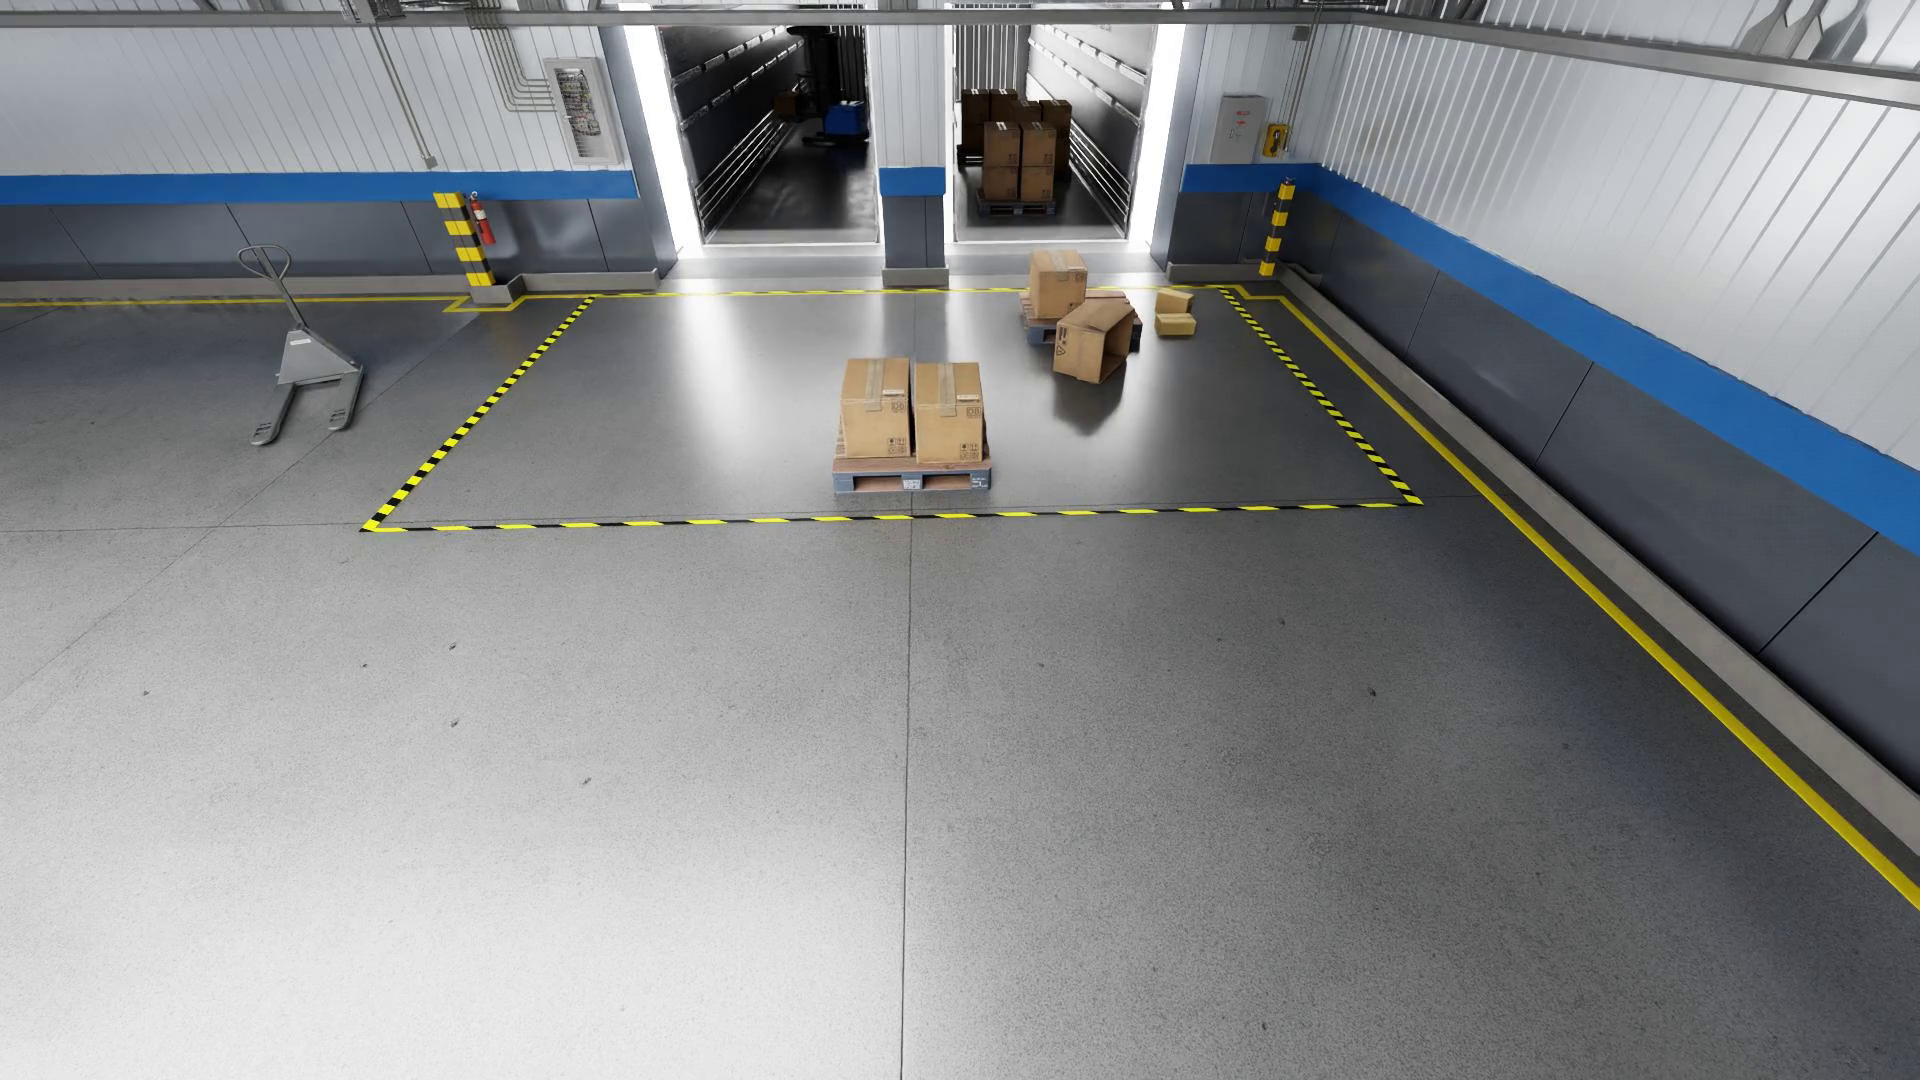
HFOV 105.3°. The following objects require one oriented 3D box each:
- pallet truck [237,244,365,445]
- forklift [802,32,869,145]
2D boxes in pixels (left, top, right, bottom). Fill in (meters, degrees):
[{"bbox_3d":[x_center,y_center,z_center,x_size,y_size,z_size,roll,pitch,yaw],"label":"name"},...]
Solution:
[{"bbox_3d":[-5.915,-1.733,6.366,0.680,1.201,1.601,-18,42,-21],"label":"pallet truck"},{"bbox_3d":[-2.552,-9.625,15.667,0.776,2.013,0.716,12,40,14],"label":"forklift"}]
